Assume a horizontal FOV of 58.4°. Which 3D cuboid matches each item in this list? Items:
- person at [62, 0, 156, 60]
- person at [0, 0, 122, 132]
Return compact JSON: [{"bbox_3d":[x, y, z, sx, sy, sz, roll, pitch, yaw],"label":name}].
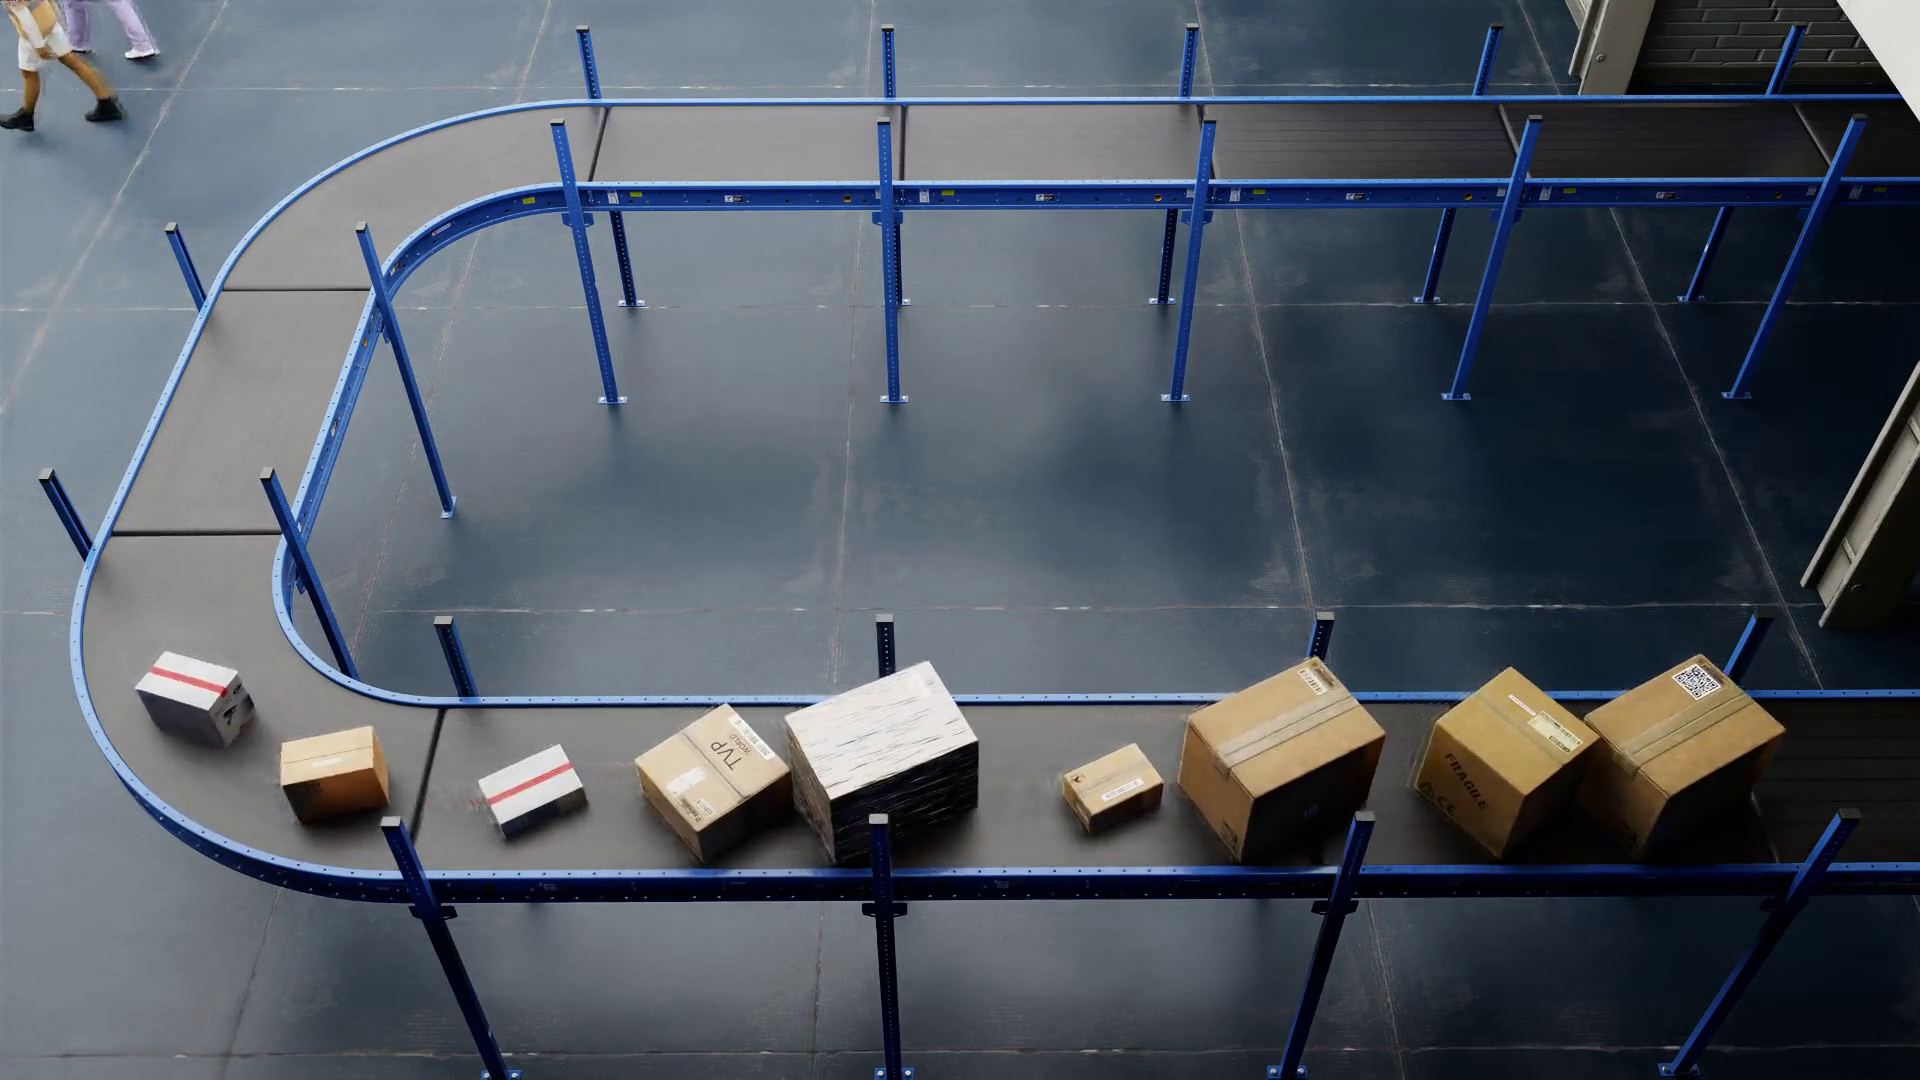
[{"bbox_3d":[-7.566,-4.931,14.625,0.991,1.848,0.658,12,48,11],"label":"person"},{"bbox_3d":[-7.571,-4.180,13.893,0.989,1.878,0.569,-4,47,-4],"label":"person"}]
